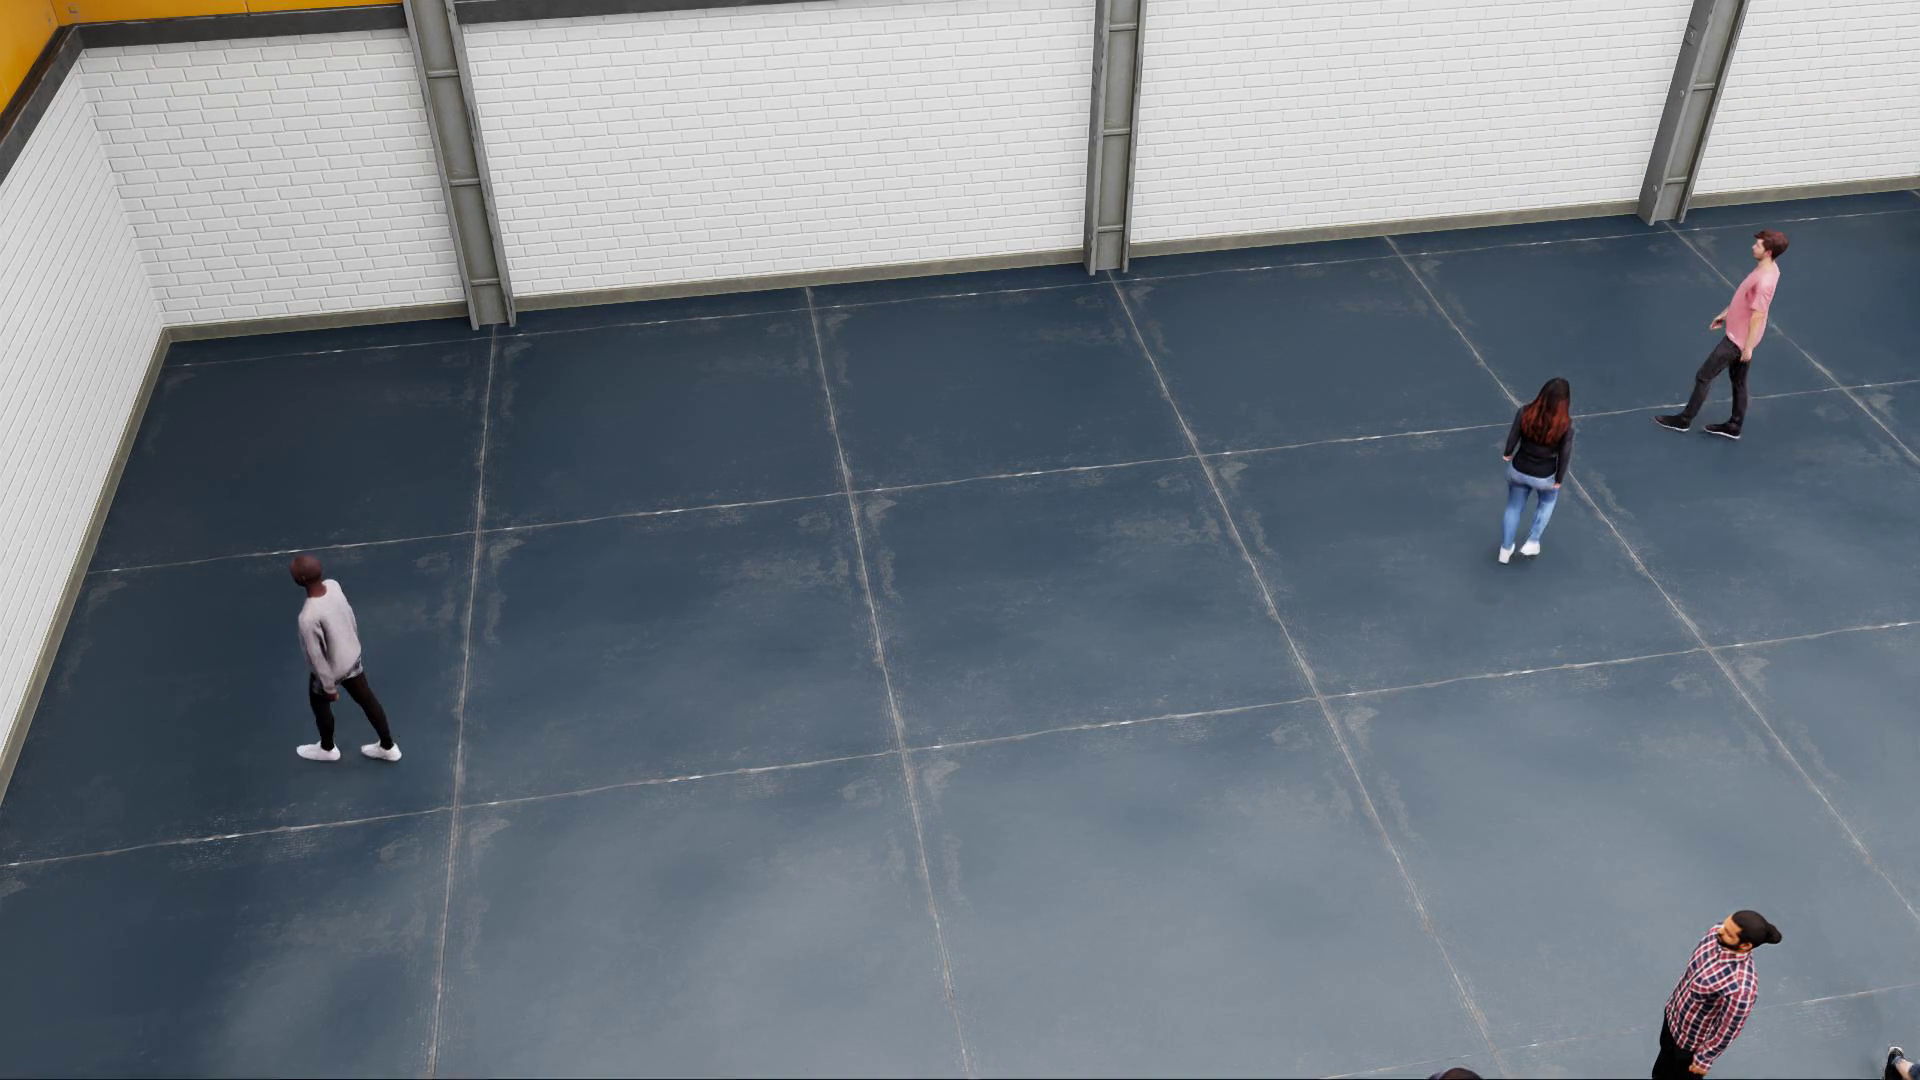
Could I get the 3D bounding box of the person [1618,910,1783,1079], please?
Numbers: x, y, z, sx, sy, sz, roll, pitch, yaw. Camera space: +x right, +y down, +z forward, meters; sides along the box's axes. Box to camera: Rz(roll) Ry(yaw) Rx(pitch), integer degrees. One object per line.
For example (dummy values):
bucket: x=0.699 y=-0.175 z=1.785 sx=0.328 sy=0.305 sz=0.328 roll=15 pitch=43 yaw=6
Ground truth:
person: x=3.861 y=2.514 z=8.693 sx=0.703 sy=1.761 sz=0.756 roll=4 pitch=39 yaw=5

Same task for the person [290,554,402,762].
person: x=-3.965 y=0.818 z=10.824 sx=1.011 sy=1.752 sz=0.840 roll=7 pitch=39 yaw=8

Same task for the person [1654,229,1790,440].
person: x=6.571 y=-1.659 z=13.779 sx=1.054 sy=1.935 sz=0.955 roll=19 pitch=42 yaw=22

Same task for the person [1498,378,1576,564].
person: x=4.309 y=-0.477 z=12.549 sx=0.734 sy=1.623 sz=0.811 roll=19 pitch=42 yaw=22
